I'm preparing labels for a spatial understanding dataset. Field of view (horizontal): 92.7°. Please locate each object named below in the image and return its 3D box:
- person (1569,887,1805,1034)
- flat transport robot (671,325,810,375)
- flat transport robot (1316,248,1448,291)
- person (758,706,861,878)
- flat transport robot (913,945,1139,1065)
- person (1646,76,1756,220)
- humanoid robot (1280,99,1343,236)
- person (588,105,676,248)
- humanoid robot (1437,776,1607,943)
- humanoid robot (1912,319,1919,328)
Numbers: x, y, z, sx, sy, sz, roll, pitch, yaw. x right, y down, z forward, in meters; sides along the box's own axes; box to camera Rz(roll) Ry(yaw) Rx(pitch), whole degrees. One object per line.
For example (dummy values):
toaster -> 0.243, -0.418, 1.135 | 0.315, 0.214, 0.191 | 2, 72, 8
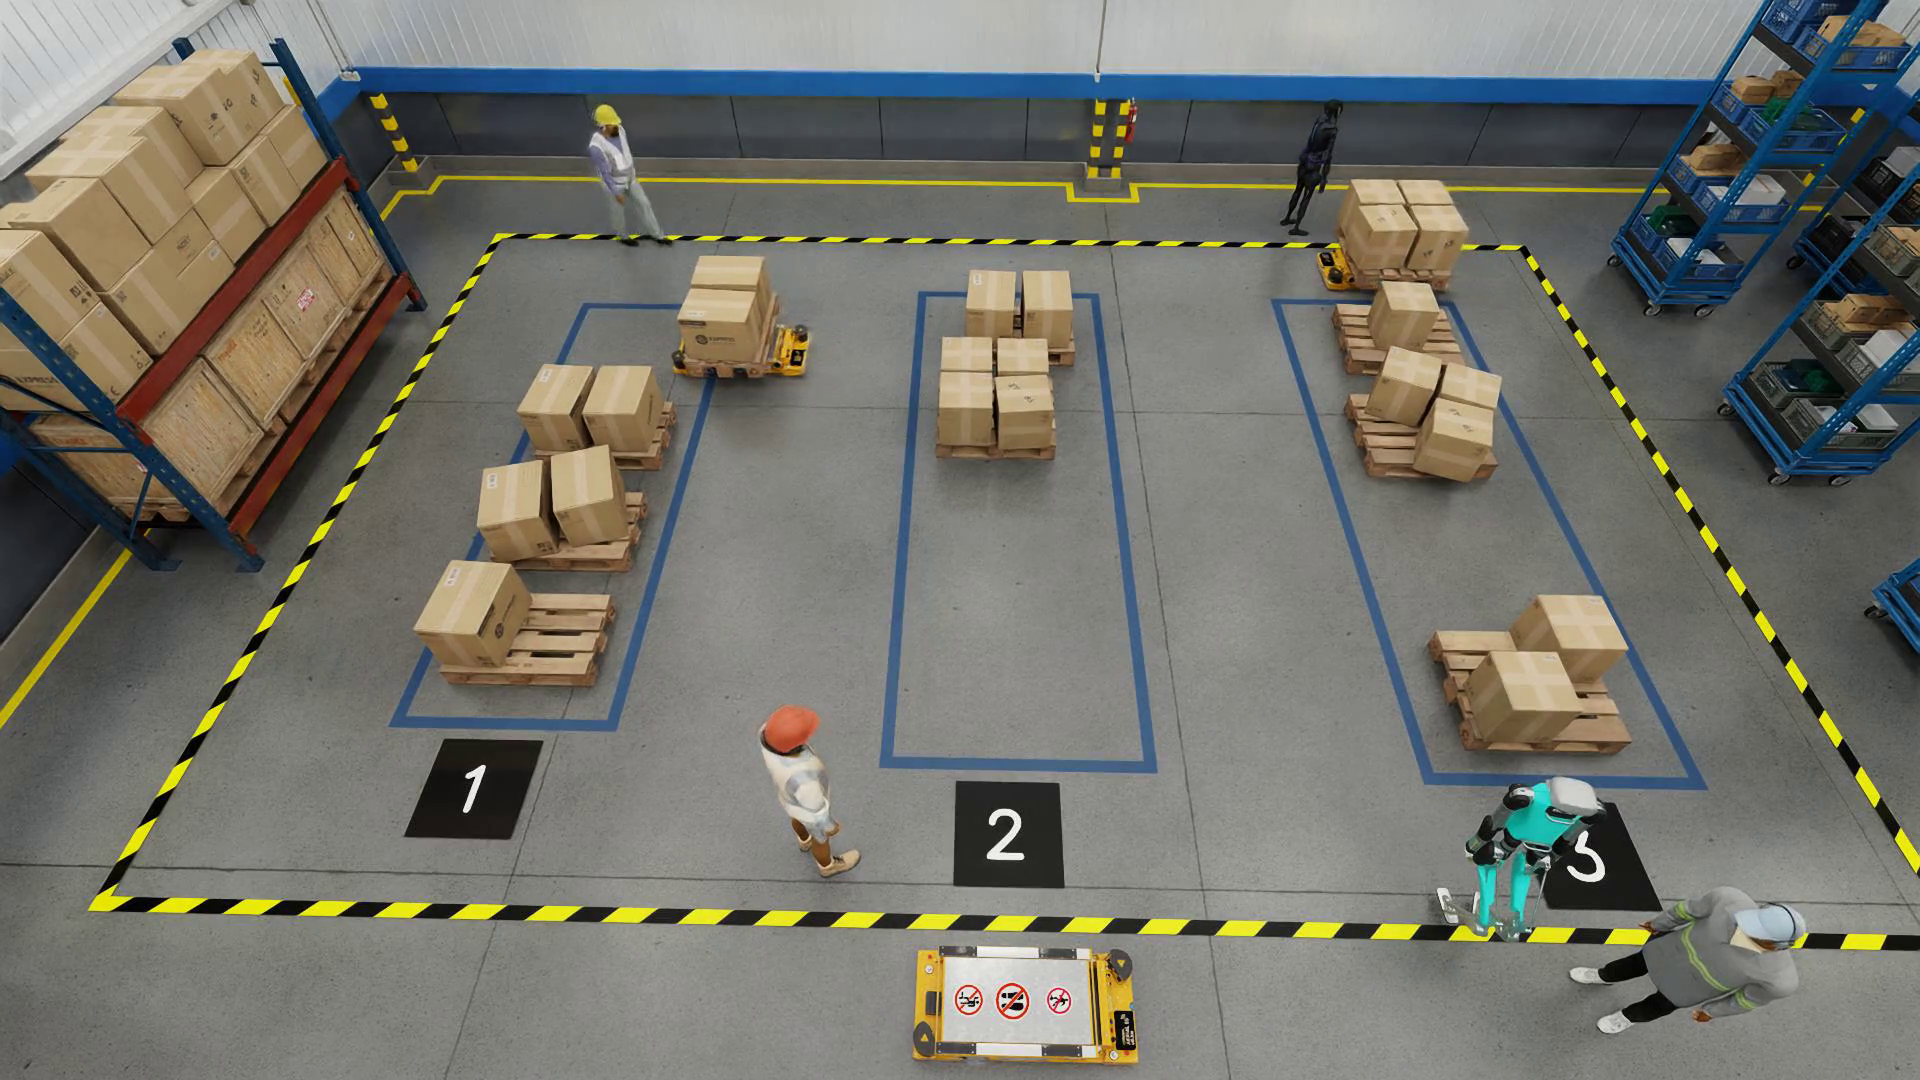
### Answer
person -> 4.287, 2.514, 5.415 | 0.395, 1.849, 0.596 | -6, 51, -5
flat transport robot -> -2.431, -2.131, 10.205 | 1.431, 0.197, 0.652 | 1, 51, 1
flat transport robot -> 5.153, -3.326, 11.179 | 1.431, 0.197, 0.652 | 1, 51, 1
person -> -0.992, 1.654, 5.992 | 0.366, 2.047, 0.606 | -31, 57, -23
flat transport robot -> 0.422, 3.041, 6.007 | 1.431, 0.231, 0.659 | 1, 51, 1
person -> 9.218, -4.762, 11.334 | 0.512, 1.872, 0.334 | -3, 51, -2
humanoid robot -> 4.365, -4.615, 11.329 | 0.315, 1.657, 0.599 | -7, 51, -6
person -> -3.983, -4.284, 10.992 | 0.853, 1.796, 0.603 | 22, 54, 17
humanoid robot -> 3.480, 2.119, 5.728 | 0.533, 1.671, 0.735 | 10, 51, 8
humanoid robot -> 10.506, -2.563, 9.658 | 0.315, 1.656, 0.599 | 21, 54, 16
